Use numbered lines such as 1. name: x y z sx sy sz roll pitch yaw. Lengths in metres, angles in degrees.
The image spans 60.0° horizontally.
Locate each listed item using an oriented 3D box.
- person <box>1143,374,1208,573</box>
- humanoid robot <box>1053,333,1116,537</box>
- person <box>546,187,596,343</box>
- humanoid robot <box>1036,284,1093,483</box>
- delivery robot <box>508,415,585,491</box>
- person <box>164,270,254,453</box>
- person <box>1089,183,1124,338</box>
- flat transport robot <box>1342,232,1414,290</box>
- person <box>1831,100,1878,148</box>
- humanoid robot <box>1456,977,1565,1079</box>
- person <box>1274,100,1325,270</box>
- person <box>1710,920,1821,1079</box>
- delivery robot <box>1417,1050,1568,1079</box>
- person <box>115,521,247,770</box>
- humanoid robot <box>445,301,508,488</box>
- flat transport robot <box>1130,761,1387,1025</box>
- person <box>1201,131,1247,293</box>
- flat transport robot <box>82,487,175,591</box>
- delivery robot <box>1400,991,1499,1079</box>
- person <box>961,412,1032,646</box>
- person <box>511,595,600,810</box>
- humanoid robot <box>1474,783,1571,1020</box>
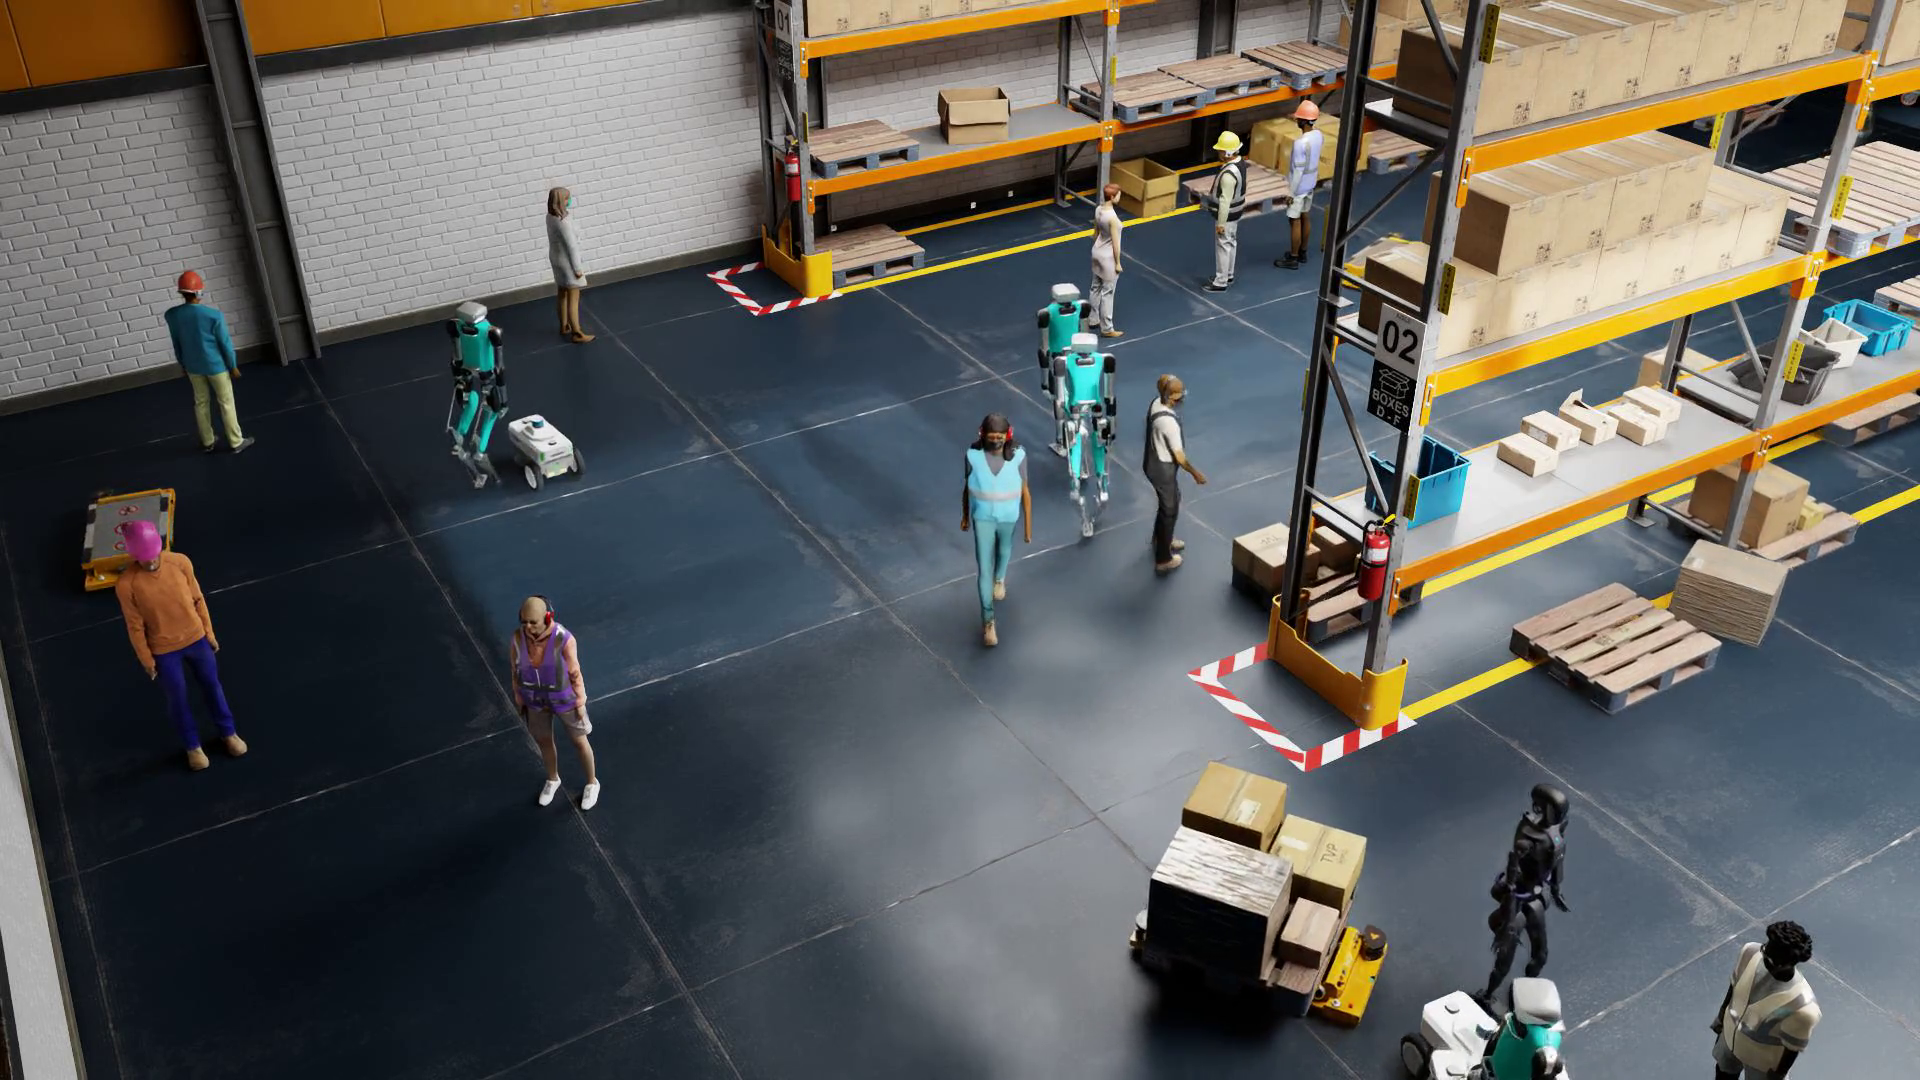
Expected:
1. person: 1.737 -0.579 13.553 0.509 1.812 0.633 -3 32 -5
2. humanoid robot: 1.073 -0.780 13.967 0.543 1.780 0.839 -3 32 -5
3. person: -4.091 -2.886 17.373 0.337 1.658 0.497 -22 38 -31
4. humanoid robot: 1.077 -1.341 14.872 0.538 1.762 1.013 -15 35 -22
5. delivery robot: -3.792 -0.841 15.149 0.525 0.587 0.755 -23 39 -32
6. person: -6.930 -1.646 15.329 0.579 1.739 0.379 4 32 6
7. person: 1.546 -2.945 17.470 0.284 1.657 0.450 -15 35 -22
8. flat transport robot: 4.931 -3.177 19.150 0.659 0.231 1.431 23 39 32
9. person: 10.726 -4.672 20.060 0.570 1.848 0.396 -22 38 -30
10. humanoid robot: 2.456 2.840 8.168 0.764 1.776 0.530 1 32 1
11. person: 3.872 -4.045 18.966 0.354 1.936 0.550 22 38 30
12. person: 4.097 2.608 8.582 0.320 1.693 0.532 -9 33 -13
13. delivery robot: 2.892 3.008 9.035 0.811 0.613 0.499 1 32 2
14. person: -5.361 0.703 11.369 0.515 1.972 0.404 -26 40 -35
15. humanoid robot: -4.284 -1.150 14.551 0.557 1.804 0.704 11 34 17
16. flat transport robot: 1.827 2.451 10.176 1.431 0.231 0.659 15 35 22
17. person: 2.938 -3.626 18.407 0.403 1.824 0.590 11 34 17
18. flat transport robot: -7.066 -0.052 14.166 0.659 0.231 1.431 -12 34 -18
19. delivery robot: 2.874 2.879 9.209 0.499 0.580 0.756 -14 35 -21
20. person: 0.284 -0.178 12.912 0.543 1.819 0.975 -1 32 -1
21. person: -2.705 1.074 11.039 0.486 1.685 0.352 4 32 6
22. humanoid robot: 3.231 2.069 9.450 0.599 1.646 0.352 -25 40 -34
